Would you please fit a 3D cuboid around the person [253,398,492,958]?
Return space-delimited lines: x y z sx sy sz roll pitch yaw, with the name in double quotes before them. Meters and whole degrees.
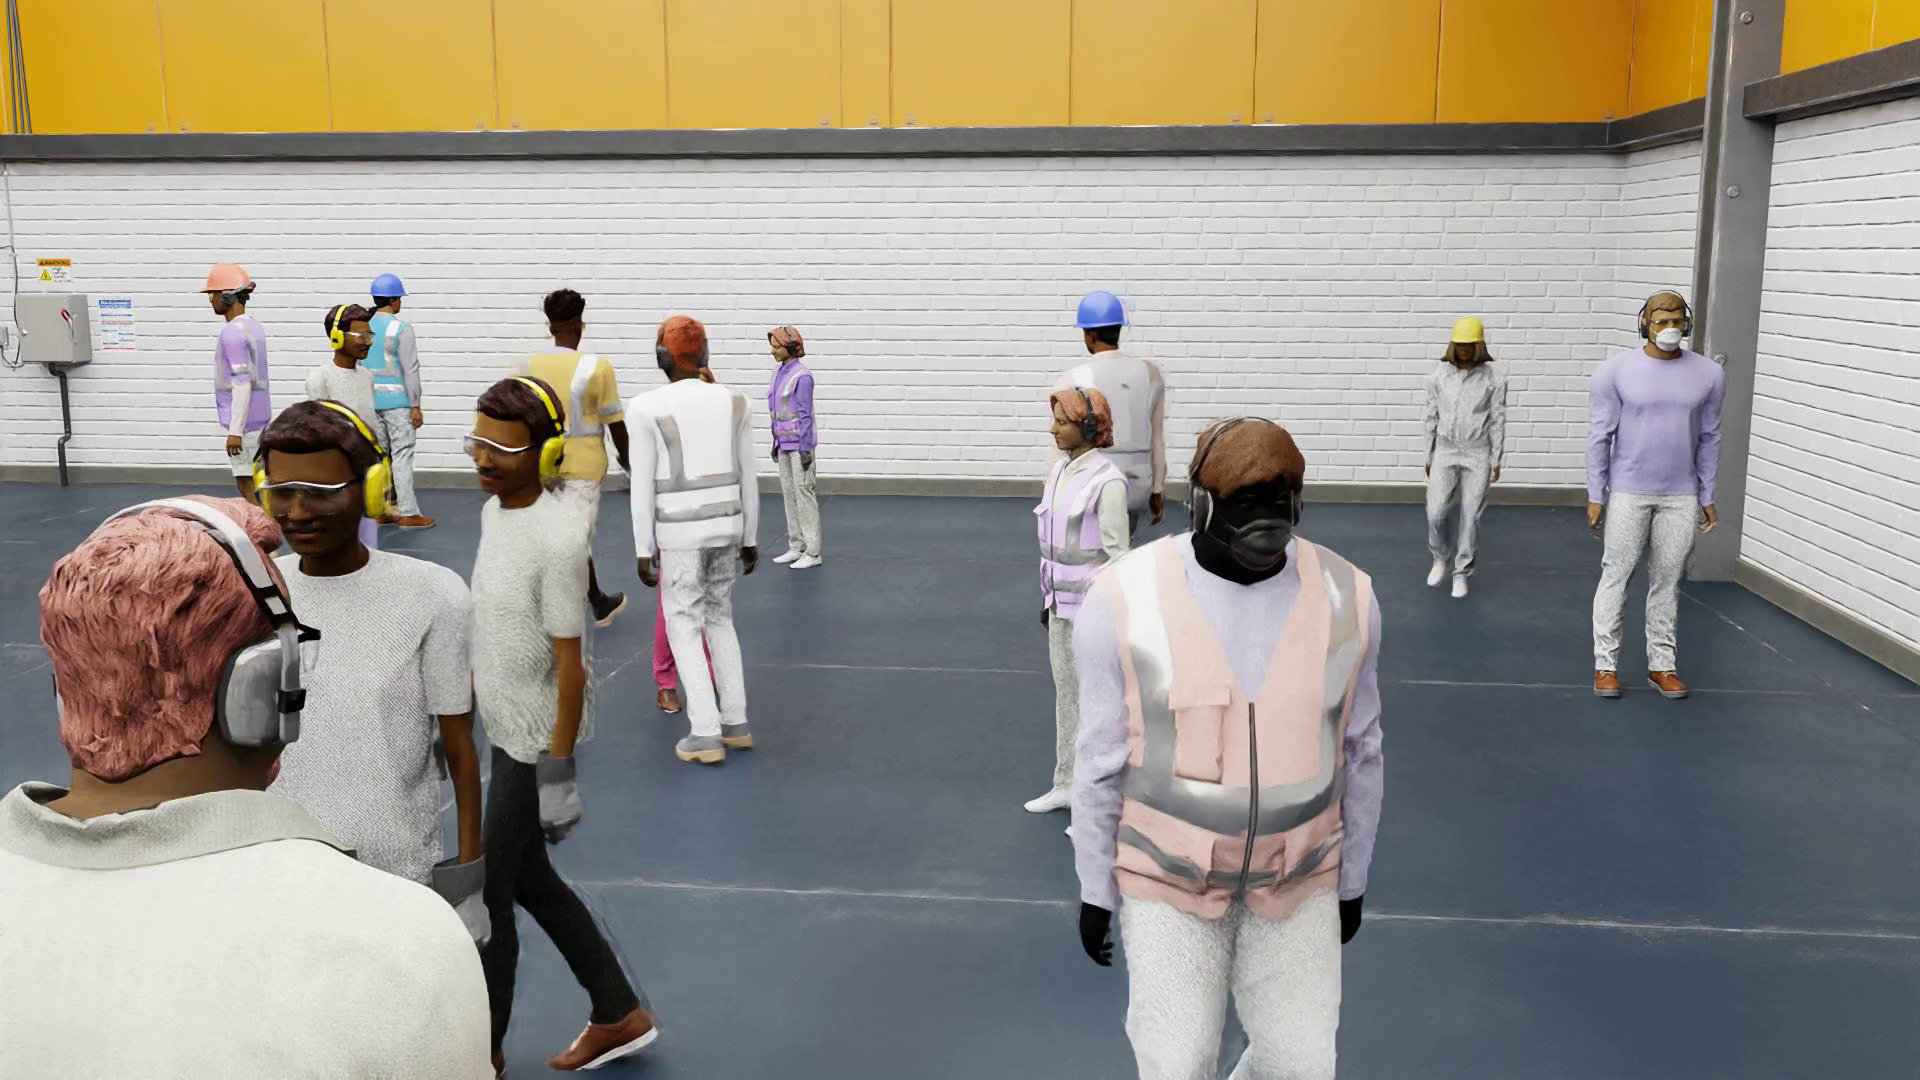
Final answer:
"person" -1.156 0.656 3.180 0.513 1.862 0.327 0 10 -1

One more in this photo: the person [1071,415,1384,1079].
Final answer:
"person" 0.521 0.654 3.314 0.624 1.829 0.506 -1 10 -3

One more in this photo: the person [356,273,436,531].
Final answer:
"person" -4.326 -1.042 12.640 0.605 1.949 0.401 5 11 27

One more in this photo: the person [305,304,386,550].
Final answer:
"person" -3.086 -0.261 8.438 0.321 1.860 0.517 3 10 16

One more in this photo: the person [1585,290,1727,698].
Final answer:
"person" 3.288 -0.209 7.904 0.634 1.939 0.367 0 10 3

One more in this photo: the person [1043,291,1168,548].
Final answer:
"person" 0.700 -0.244 8.127 0.637 1.926 0.455 -5 11 -28

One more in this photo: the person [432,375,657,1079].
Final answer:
"person" -1.085 0.504 4.170 0.624 1.837 0.612 -6 11 -30

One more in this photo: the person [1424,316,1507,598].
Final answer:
"person" 3.079 -0.502 10.189 0.485 1.731 0.346 4 11 22

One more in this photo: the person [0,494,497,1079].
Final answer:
"person" -0.692 0.902 1.632 0.650 1.907 0.409 2 10 10

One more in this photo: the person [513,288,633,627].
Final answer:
"person" -2.062 -0.391 9.012 0.604 1.915 0.969 5 11 26

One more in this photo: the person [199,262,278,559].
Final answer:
"person" -4.680 -0.768 10.803 0.379 2.041 0.616 -2 10 -12

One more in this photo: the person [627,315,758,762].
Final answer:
"person" -1.080 -0.002 6.960 0.579 1.859 0.535 -8 13 -38

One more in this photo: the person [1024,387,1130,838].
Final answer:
"person" 0.445 0.258 6.083 0.307 1.639 0.525 -5 11 -24

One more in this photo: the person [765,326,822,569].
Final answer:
"person" -1.113 -0.616 11.133 0.323 1.630 0.512 -5 11 -29

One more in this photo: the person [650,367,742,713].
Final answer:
"person" -1.226 -0.015 7.695 0.497 1.626 0.287 -5 11 -28
